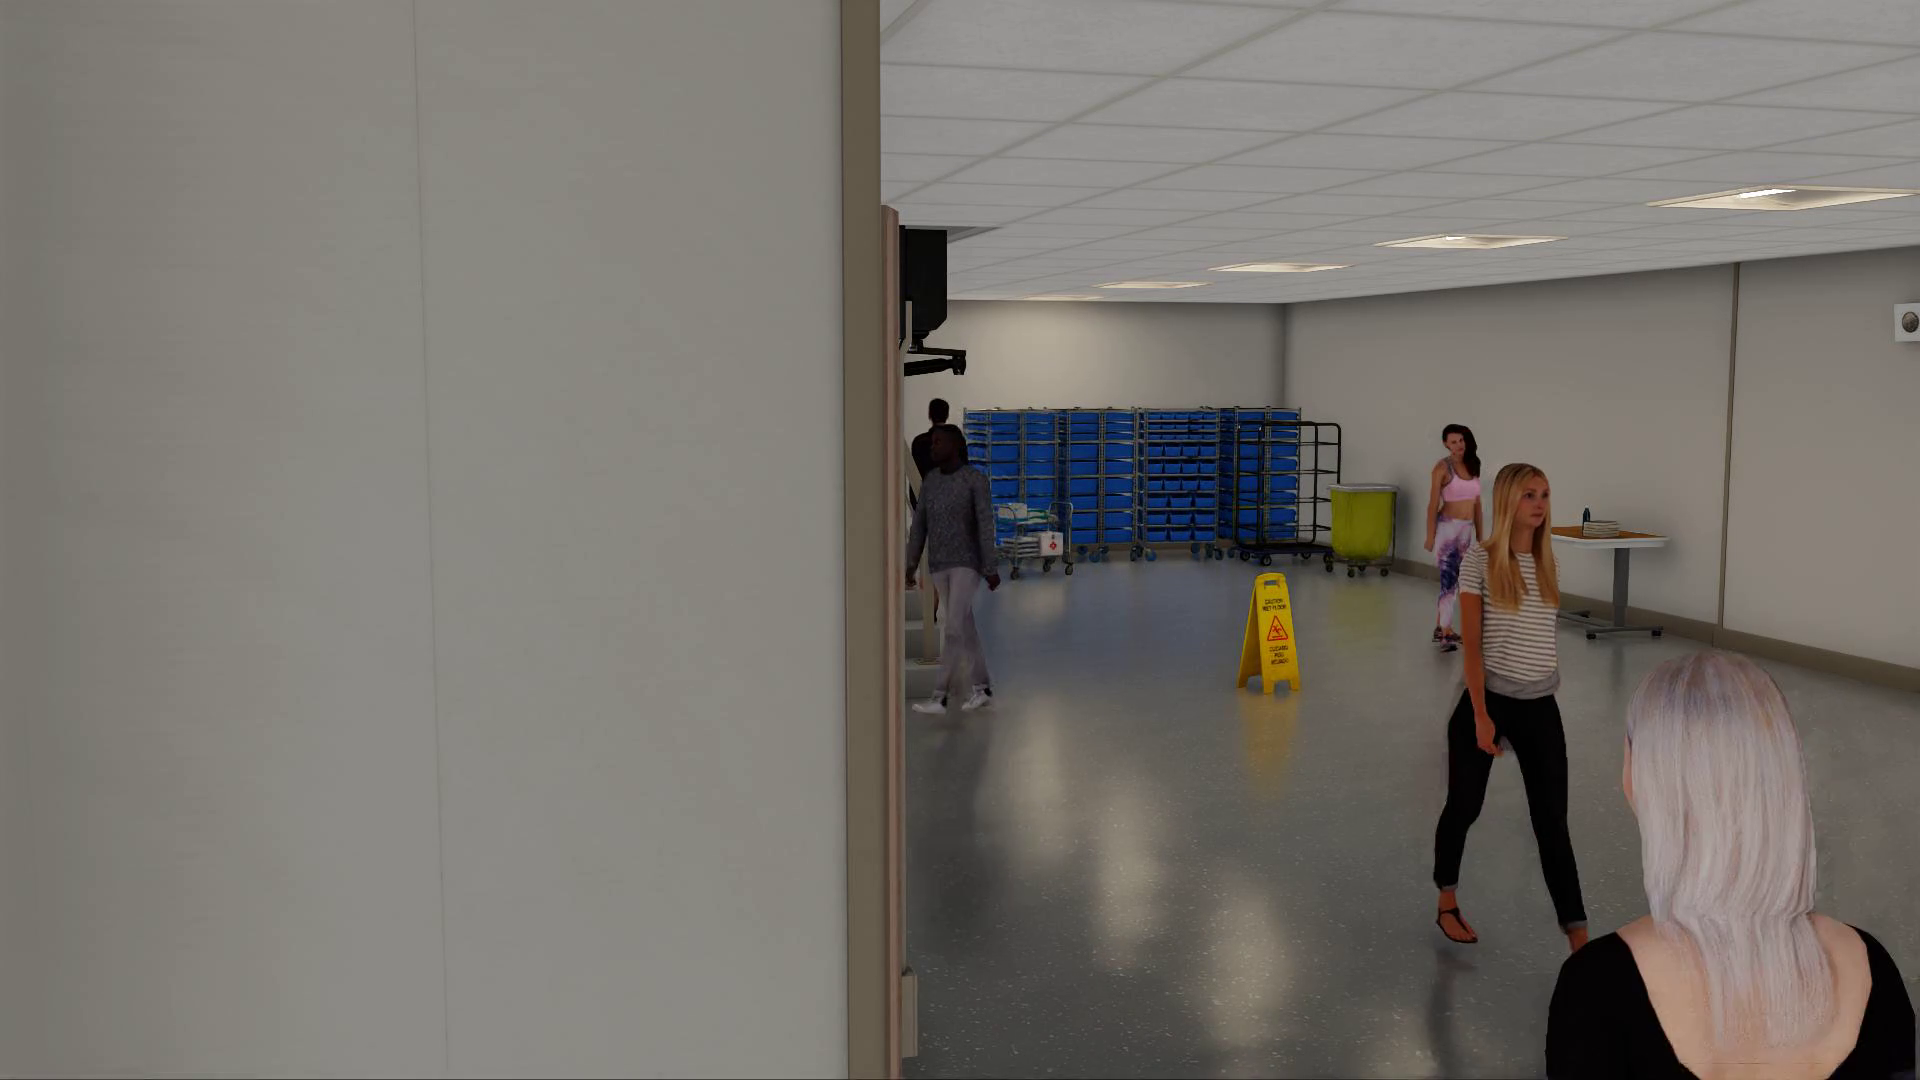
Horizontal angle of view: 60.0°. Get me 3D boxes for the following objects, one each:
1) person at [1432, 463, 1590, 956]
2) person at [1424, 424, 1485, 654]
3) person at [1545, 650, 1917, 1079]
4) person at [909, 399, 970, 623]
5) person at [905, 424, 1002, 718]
[{"bbox_3d":[1.902,0.647,6.045,0.586,1.779,1.131,-2,6,-15],"label":"person"},{"bbox_3d":[3.781,-0.012,12.845,0.925,1.731,0.991,-5,7,-39],"label":"person"},{"bbox_3d":[0.924,1.076,1.807,0.660,1.775,1.219,-1,6,-9],"label":"person"},{"bbox_3d":[-0.175,-0.261,14.367,0.724,1.921,0.646,-1,6,-6],"label":"person"},{"bbox_3d":[0.052,0.194,10.426,1.111,1.804,1.083,5,8,41],"label":"person"}]
